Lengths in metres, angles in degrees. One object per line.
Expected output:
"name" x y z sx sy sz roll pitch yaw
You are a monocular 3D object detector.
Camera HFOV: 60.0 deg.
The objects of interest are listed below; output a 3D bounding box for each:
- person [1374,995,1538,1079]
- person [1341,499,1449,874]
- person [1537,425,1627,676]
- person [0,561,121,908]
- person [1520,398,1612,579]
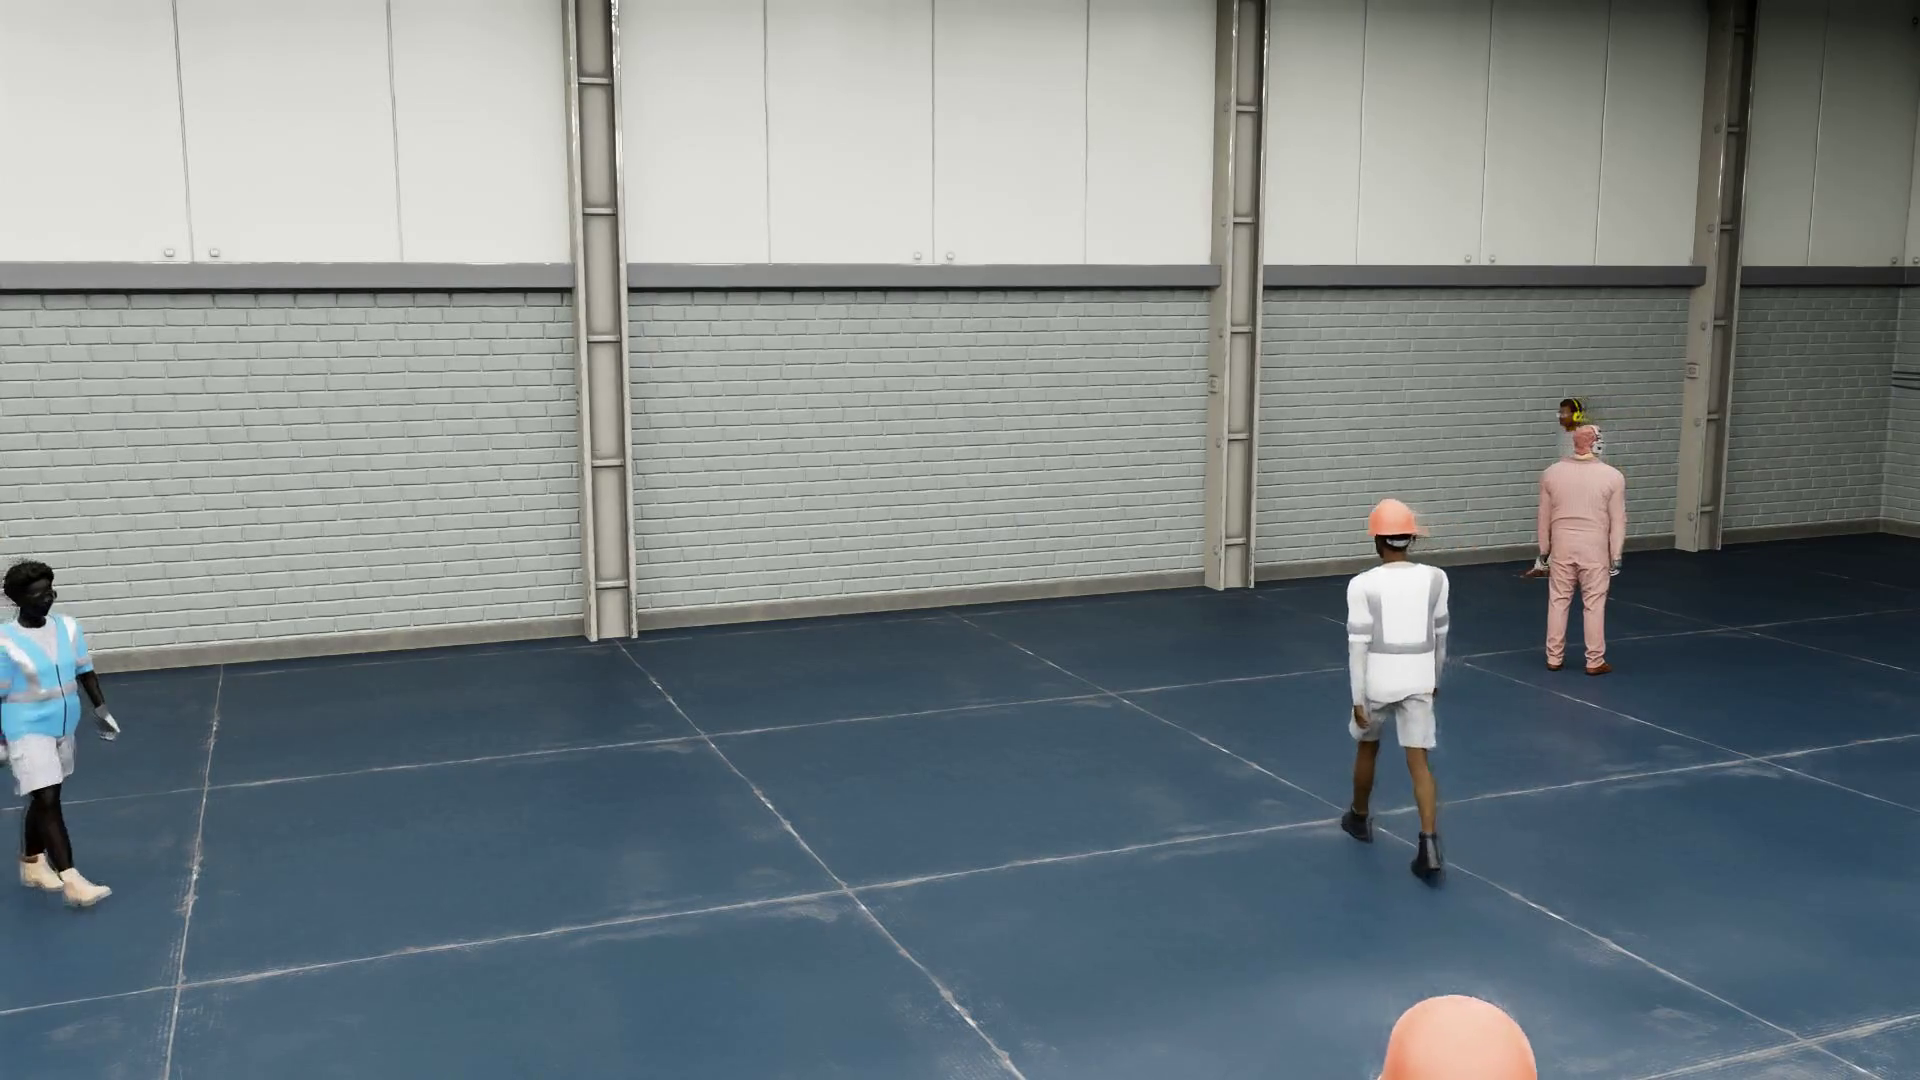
"person" 0.737 1.627 2.699 0.632 1.976 0.695 2 9 15
"person" 2.263 0.739 8.572 0.558 1.896 0.991 0 9 -2
"person" 4.739 0.075 12.679 0.644 1.904 0.399 7 11 37
"person" -4.333 0.930 8.027 0.762 1.666 0.543 3 9 16
"person" 6.137 -0.511 16.625 0.989 1.827 0.533 -3 10 -18
